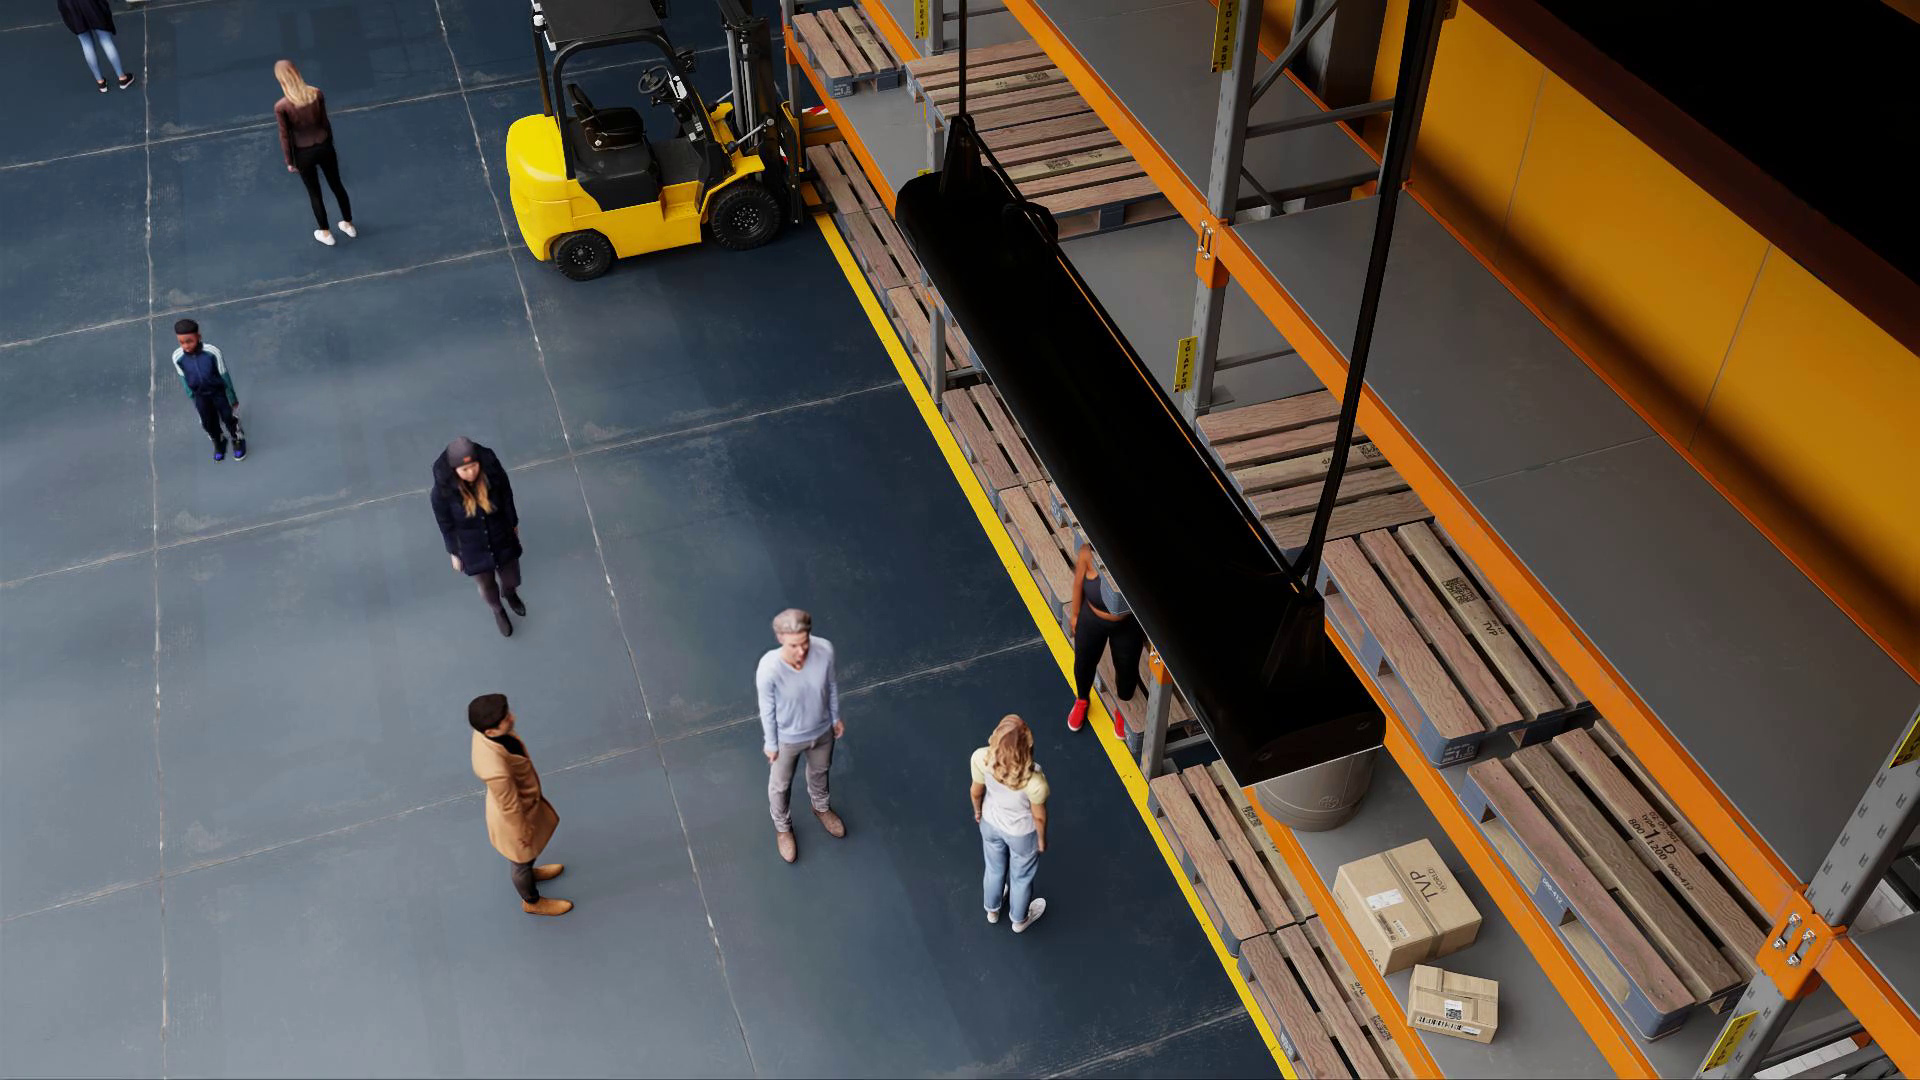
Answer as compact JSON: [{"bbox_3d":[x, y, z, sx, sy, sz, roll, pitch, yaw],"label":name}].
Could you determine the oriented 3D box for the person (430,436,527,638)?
[{"bbox_3d":[-3.145,-0.066,10.877,0.693,1.668,0.688,-19,47,-19],"label":"person"}]

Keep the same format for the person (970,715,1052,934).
[{"bbox_3d":[0.278,1.569,9.121,0.694,1.723,0.767,21,47,20],"label":"person"}]

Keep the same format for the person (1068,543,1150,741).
[{"bbox_3d":[0.927,0.489,10.188,0.769,1.816,0.795,9,44,9],"label":"person"}]

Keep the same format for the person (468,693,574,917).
[{"bbox_3d":[-2.492,1.460,9.233,0.696,1.726,0.545,-13,45,-13],"label":"person"}]

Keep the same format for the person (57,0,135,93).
[{"bbox_3d":[-8.572,-5.206,16.256,0.653,1.690,0.594,-9,44,-9],"label":"person"}]

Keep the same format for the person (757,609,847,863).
[{"bbox_3d":[-0.916,1.074,9.518,0.688,1.893,0.620,-21,47,-20],"label":"person"}]

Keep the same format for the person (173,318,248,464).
[{"bbox_3d":[-5.534,-1.156,12.325,0.524,1.249,0.514,-10,45,-10],"label":"person"}]

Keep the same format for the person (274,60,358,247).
[{"bbox_3d":[-5.529,-3.326,14.273,0.687,1.704,0.665,-35,53,-31],"label":"person"}]
